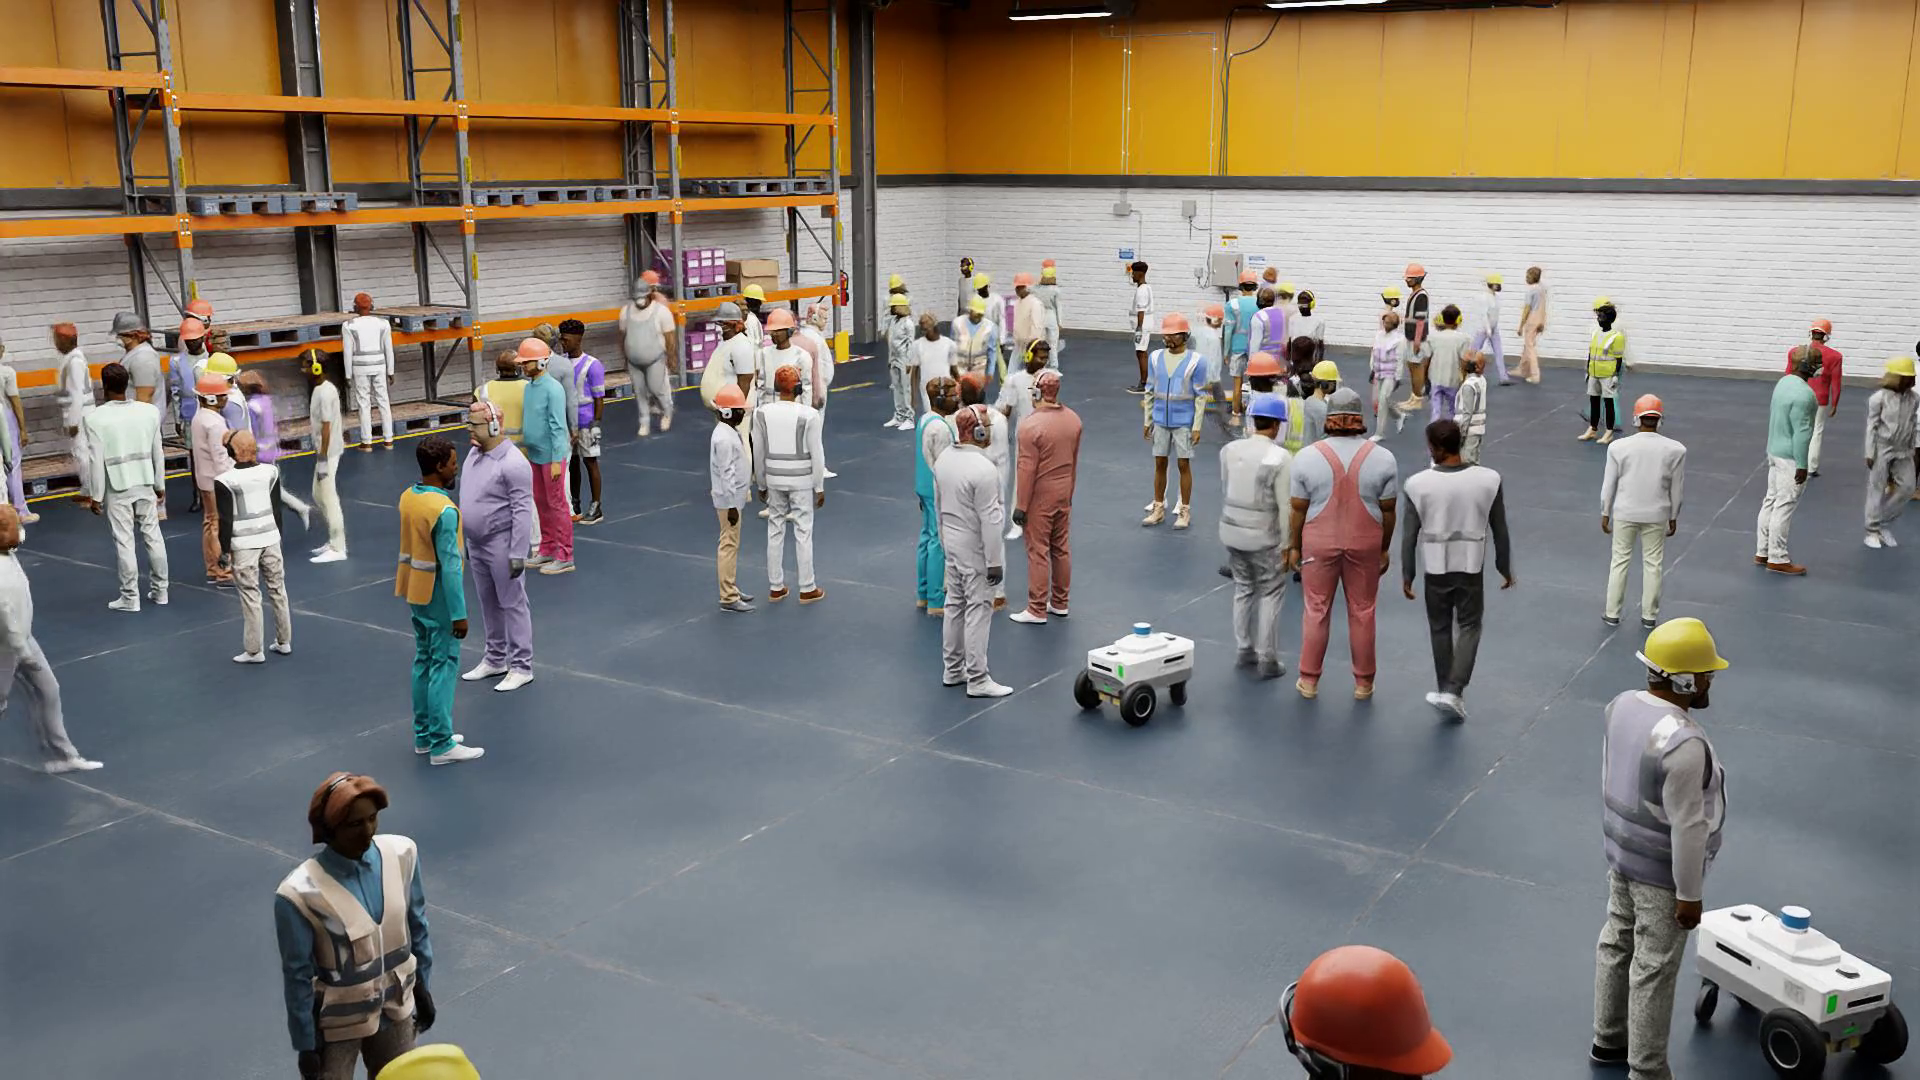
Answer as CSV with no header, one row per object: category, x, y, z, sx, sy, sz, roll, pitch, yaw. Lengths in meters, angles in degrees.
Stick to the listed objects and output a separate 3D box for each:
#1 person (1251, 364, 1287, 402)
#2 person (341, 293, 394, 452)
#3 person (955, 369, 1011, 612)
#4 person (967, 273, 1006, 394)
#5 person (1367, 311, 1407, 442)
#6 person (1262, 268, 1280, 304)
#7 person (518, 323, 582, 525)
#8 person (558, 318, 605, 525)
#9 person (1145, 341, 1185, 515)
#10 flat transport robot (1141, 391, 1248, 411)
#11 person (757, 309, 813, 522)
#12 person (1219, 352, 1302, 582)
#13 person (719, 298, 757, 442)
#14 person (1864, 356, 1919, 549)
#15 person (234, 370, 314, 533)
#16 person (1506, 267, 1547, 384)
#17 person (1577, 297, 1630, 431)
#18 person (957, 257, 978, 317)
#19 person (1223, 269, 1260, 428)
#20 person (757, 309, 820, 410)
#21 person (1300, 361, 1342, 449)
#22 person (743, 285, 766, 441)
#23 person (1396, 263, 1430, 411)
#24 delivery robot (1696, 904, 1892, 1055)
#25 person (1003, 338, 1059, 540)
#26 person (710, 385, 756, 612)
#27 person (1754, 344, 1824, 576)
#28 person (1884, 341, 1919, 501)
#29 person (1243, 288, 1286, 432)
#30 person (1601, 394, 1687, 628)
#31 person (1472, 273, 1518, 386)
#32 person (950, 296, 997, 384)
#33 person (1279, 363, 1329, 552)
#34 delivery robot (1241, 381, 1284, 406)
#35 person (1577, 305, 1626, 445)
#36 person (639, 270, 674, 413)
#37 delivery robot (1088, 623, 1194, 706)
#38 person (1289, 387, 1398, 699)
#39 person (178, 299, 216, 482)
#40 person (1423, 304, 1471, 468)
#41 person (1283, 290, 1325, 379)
person,2.987,-0.918,15.754,0.513,1.609,0.640,-7,15,-29
person,-7.033,-1.996,19.805,0.583,1.882,0.338,-9,16,-34
person,0.144,-0.379,12.803,0.346,1.881,0.586,-11,17,-40
person,0.382,-2.949,24.104,0.597,1.810,1.136,5,14,22
person,5.307,-2.020,20.486,0.570,1.615,0.534,-6,14,-25
person,5.280,-3.843,28.432,0.320,1.596,0.563,-2,13,-7
person,-3.879,-1.082,15.724,0.630,1.940,0.371,4,13,15
person,-3.650,-1.128,15.876,0.603,1.960,0.368,8,15,32
person,2.094,-1.185,16.327,0.518,1.869,0.327,9,16,35
flat transport robot,3.282,-1.916,22.996,1.431,0.197,0.652,-2,13,-11
person,-1.700,-1.194,15.978,0.607,2.044,0.375,7,15,28
person,2.523,-0.575,13.569,0.555,1.917,0.807,-12,18,-43
person,-2.563,-1.894,19.449,0.345,1.847,0.508,12,18,42
person,8.327,-0.777,14.846,0.515,1.729,0.361,-2,13,-9
person,-6.254,-0.748,14.992,0.629,1.603,0.563,0,13,-2
person,8.848,-3.358,25.931,0.734,1.784,0.581,13,18,43
person,8.309,-2.281,21.451,0.581,1.690,0.943,-5,14,-20
person,0.134,-3.646,26.996,0.327,1.871,0.514,-12,18,-42
person,3.693,-2.467,21.501,0.604,2.044,0.375,-1,13,-6
person,-1.850,-1.524,17.787,0.635,1.875,0.650,-5,14,-20
person,3.078,-0.661,14.293,0.340,1.760,0.525,-1,13,-3
person,-2.571,-2.192,20.580,0.381,1.919,0.584,-5,14,-20
person,6.255,-2.798,22.957,0.404,2.036,0.613,2,13,7
delivery robot,3.269,1.683,6.555,0.477,0.478,0.707,-5,14,-20
person,0.645,-0.912,15.172,0.648,1.851,0.401,-2,13,-10
person,-1.753,-0.327,12.851,0.329,1.752,0.563,-2,13,-7
person,6.973,-0.680,13.981,0.351,1.936,0.634,2,13,8
person,9.740,-1.236,16.946,0.320,1.686,0.538,-5,14,-20
person,3.845,-2.277,21.123,0.429,1.844,0.622,12,18,43
person,5.067,-0.214,12.384,0.565,1.744,0.350,4,13,16
person,8.115,-3.225,25.517,0.527,1.721,0.922,-10,16,-37
person,0.147,-2.178,20.844,0.616,1.772,0.640,0,13,1
person,3.053,-0.713,14.651,0.538,1.695,0.320,6,14,25
delivery robot,4.090,-2.035,22.685,0.707,0.478,0.477,-11,17,-39
person,7.847,-2.016,20.305,0.317,1.695,0.540,-6,14,-23
person,-4.125,-2.692,22.653,0.544,1.958,0.679,-7,15,-29
delivery robot,1.151,0.768,10.524,0.707,0.478,0.477,-10,16,-38
person,2.450,0.014,10.745,0.675,2.000,0.536,2,13,8
person,-8.052,-1.571,17.756,0.604,1.986,0.405,9,16,35
person,5.529,-1.749,18.855,0.557,1.825,0.933,7,15,28
person,4.227,-2.142,20.486,0.518,1.865,0.328,9,16,35
